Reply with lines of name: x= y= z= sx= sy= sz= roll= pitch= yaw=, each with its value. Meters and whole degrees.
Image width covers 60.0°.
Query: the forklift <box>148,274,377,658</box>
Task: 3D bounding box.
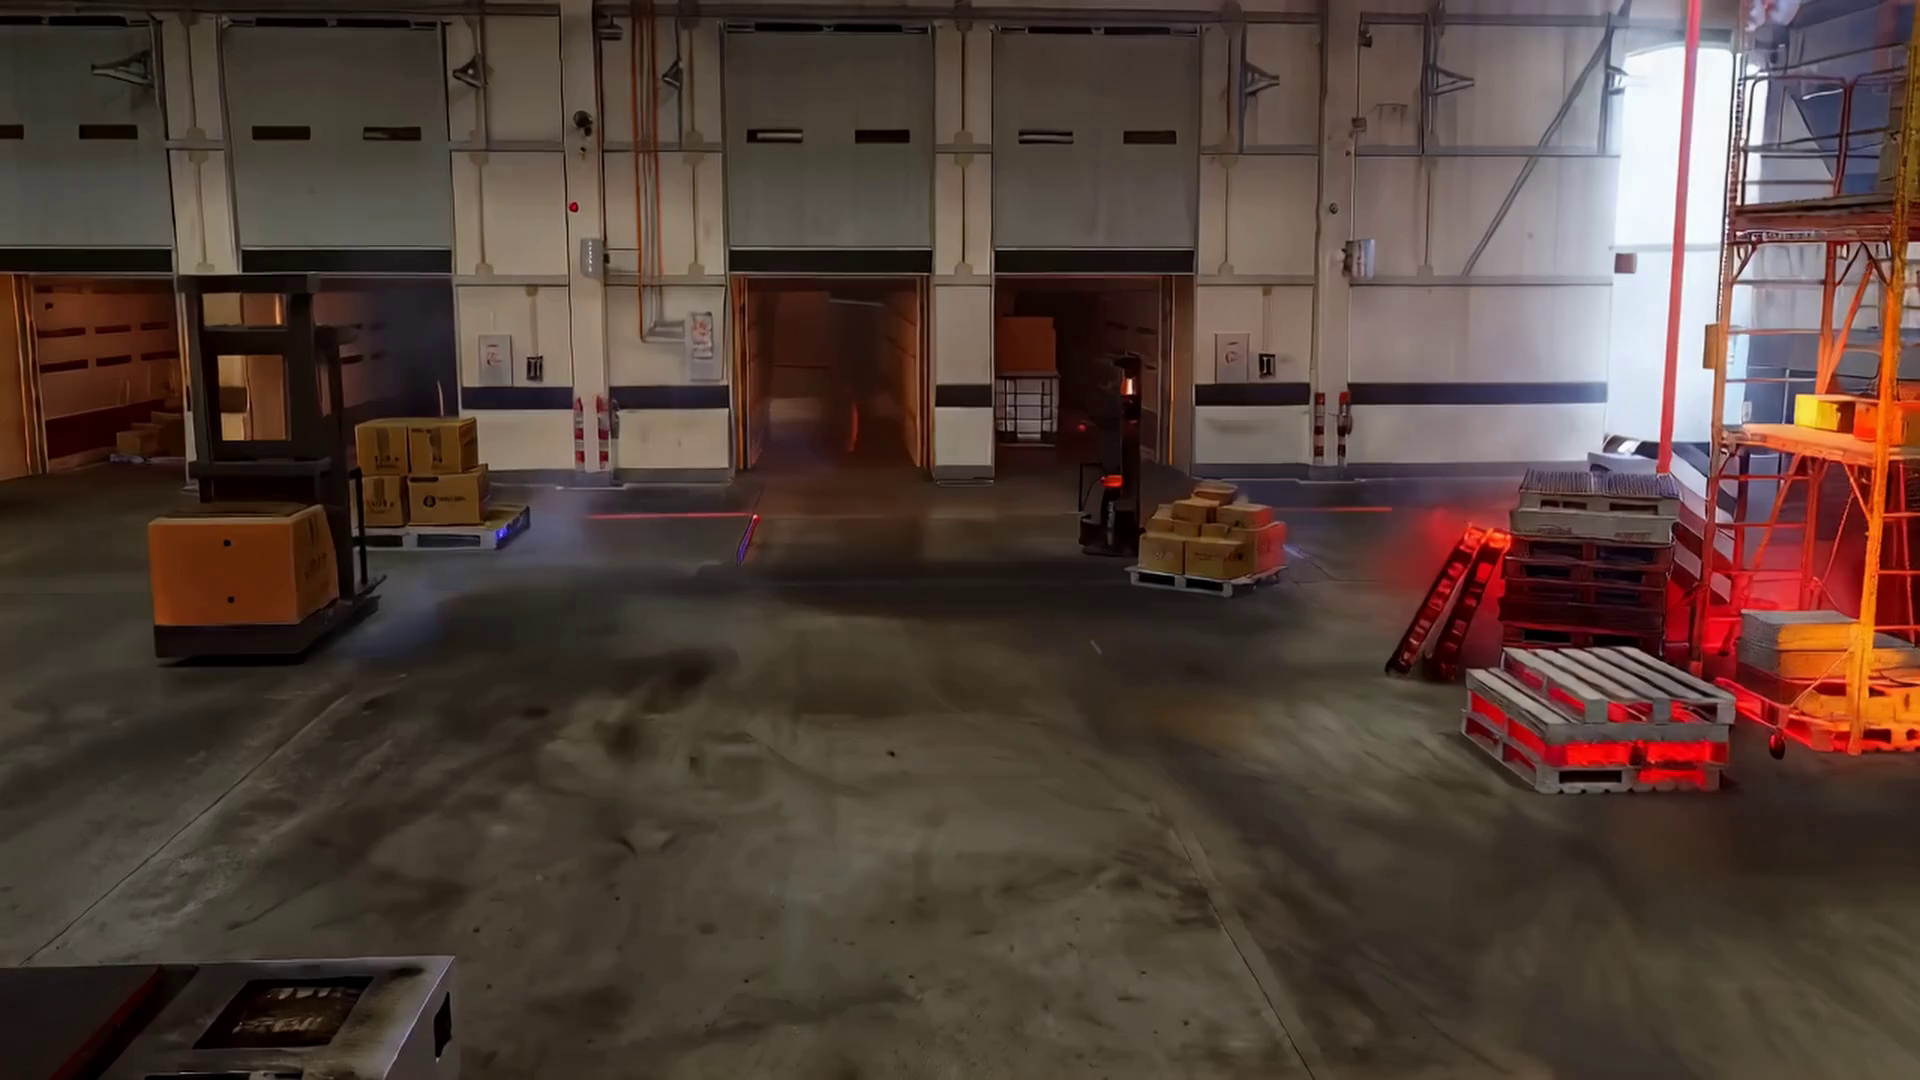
forklift: x=-5.348 y=-0.627 z=12.681 sx=1.129 sy=2.768 sz=1.873 roll=-1 pitch=9 yaw=-4

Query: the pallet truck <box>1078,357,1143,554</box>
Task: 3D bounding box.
pallet truck: x=2.088 y=-0.836 z=16.757 sx=1.885 sy=1.965 sz=0.823 roll=2 pitch=9 yaw=13
